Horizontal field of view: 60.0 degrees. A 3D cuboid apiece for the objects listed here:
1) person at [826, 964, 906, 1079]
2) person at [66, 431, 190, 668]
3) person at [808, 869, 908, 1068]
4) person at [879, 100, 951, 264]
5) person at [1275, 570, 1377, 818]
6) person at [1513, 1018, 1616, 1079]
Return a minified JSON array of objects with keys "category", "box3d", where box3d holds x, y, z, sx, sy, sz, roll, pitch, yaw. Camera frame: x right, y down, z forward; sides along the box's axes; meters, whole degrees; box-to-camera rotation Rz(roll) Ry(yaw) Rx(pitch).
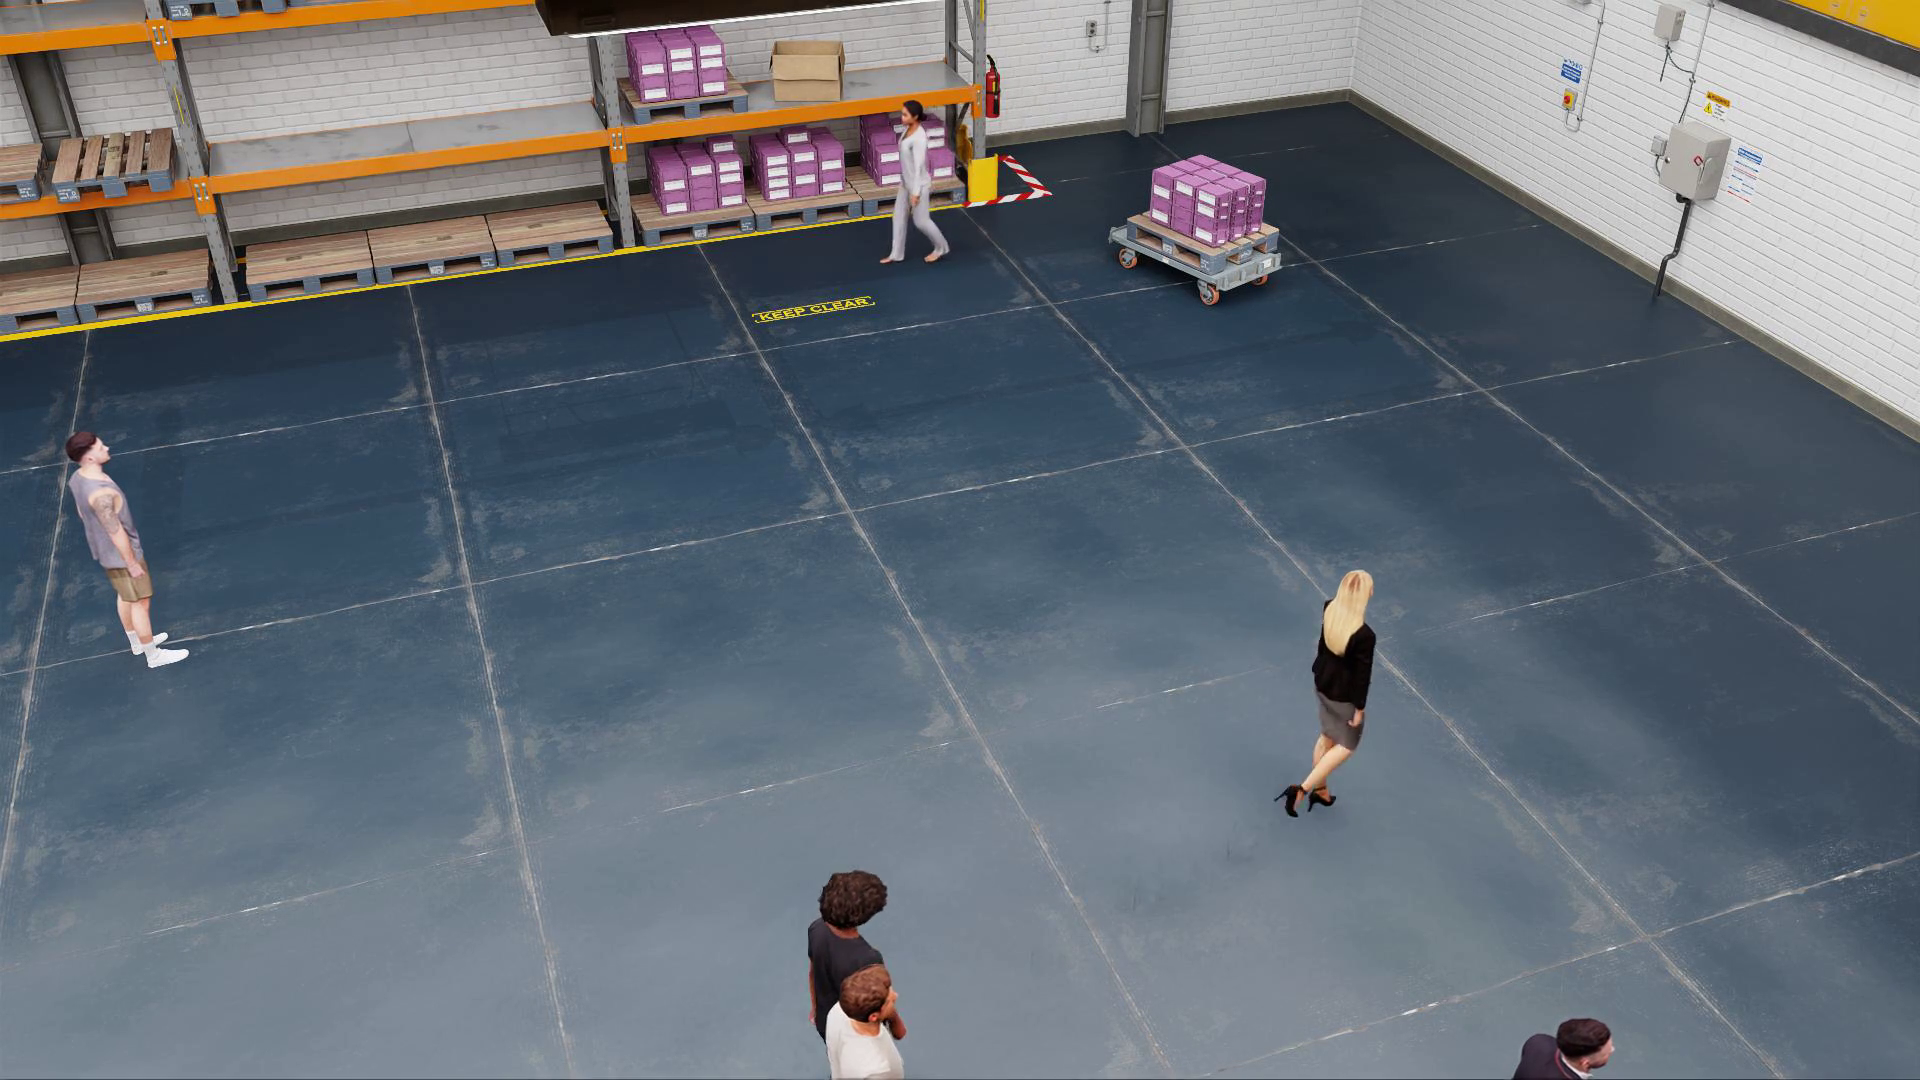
[{"category":"person","box3d":[-0.404,2.598,7.434,0.590,1.903,0.692,-15,36,-21]},{"category":"person","box3d":[-5.749,0.062,11.365,0.716,1.845,0.722,27,42,35]},{"category":"person","box3d":[-0.567,2.343,7.960,0.901,1.745,1.176,29,43,36]},{"category":"person","box3d":[-0.395,-3.641,16.987,0.946,1.718,0.644,-12,36,-18]},{"category":"person","box3d":[2.182,0.983,9.928,0.846,1.831,0.709,-19,38,-26]},{"category":"person","box3d":[2.550,2.725,7.300,0.627,1.840,0.714,-4,34,-6]}]
